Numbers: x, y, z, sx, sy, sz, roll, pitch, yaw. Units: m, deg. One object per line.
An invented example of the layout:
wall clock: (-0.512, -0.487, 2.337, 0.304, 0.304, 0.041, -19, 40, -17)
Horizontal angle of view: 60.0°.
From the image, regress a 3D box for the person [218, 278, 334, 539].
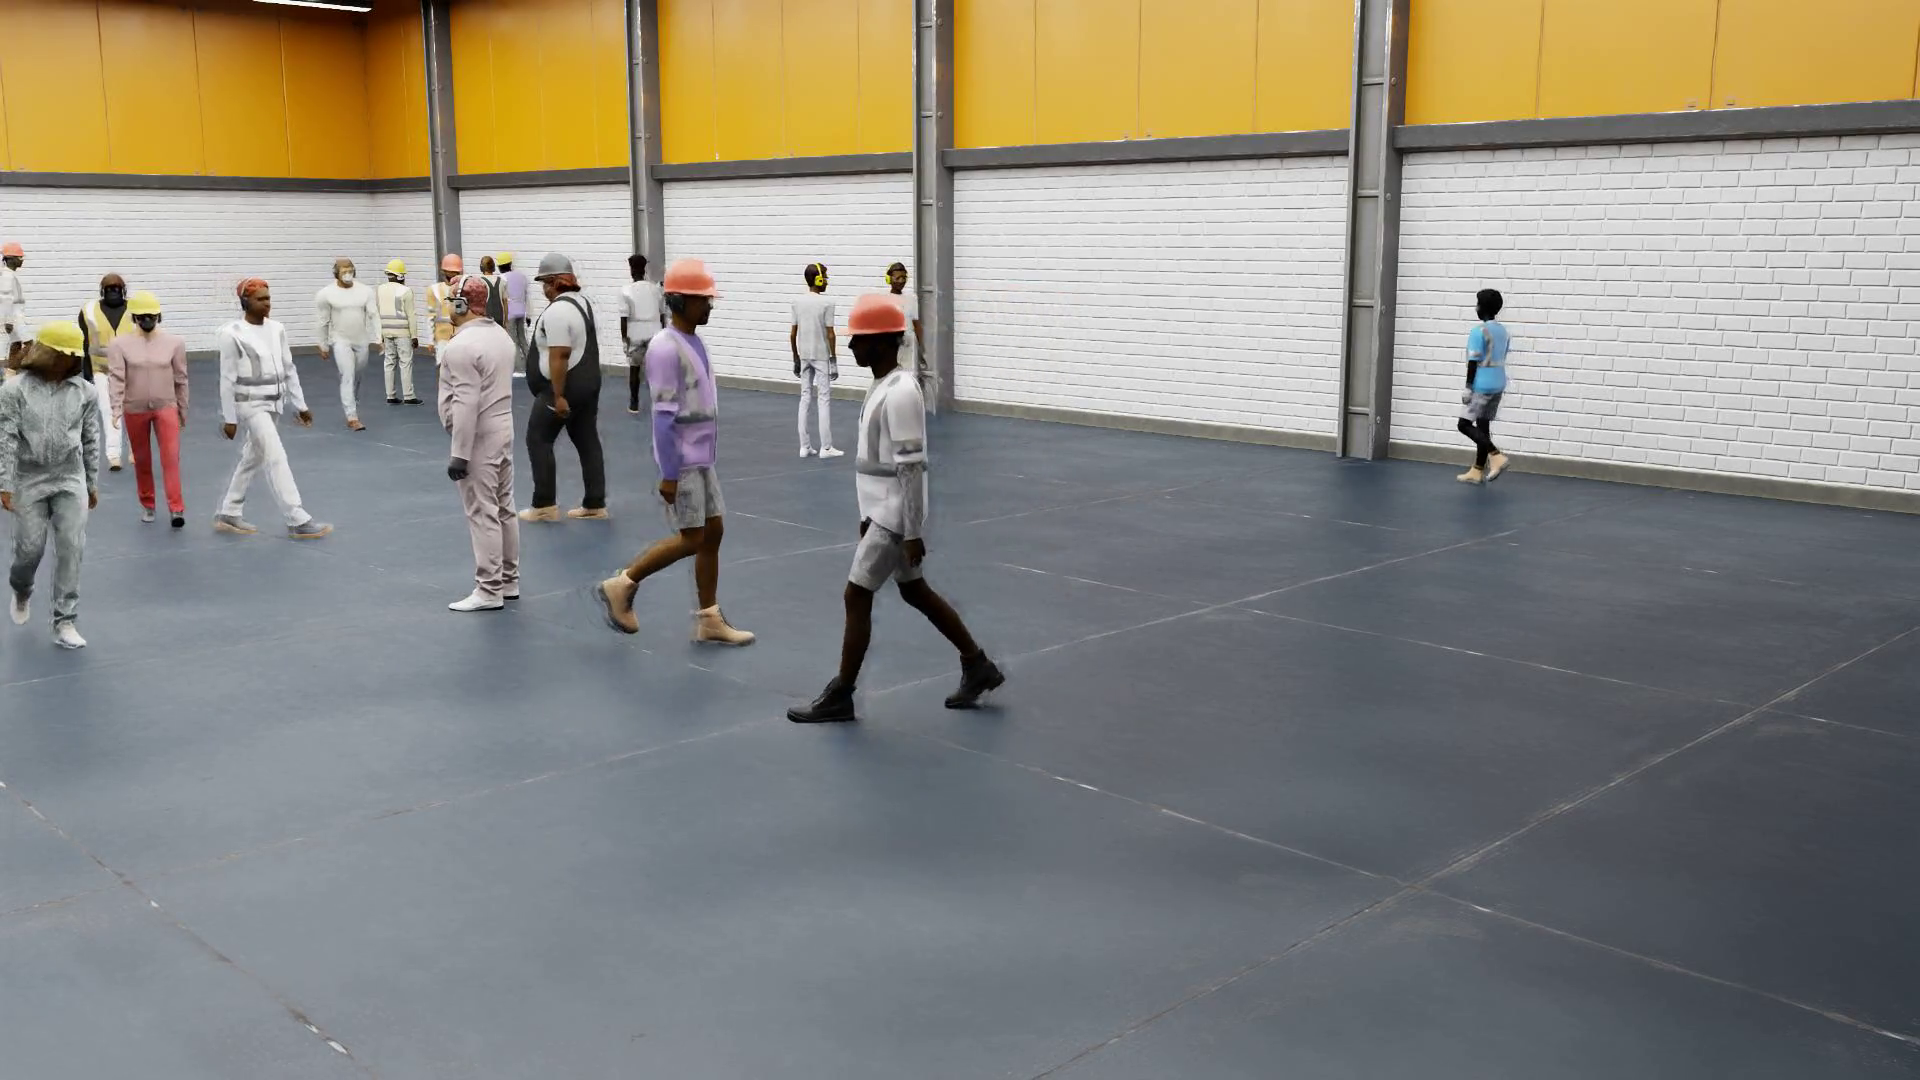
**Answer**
person: (-4.940, -0.926, 11.777, 0.982, 1.838, 0.587, 2, 11, 12)

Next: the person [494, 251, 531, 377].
person: (-6.740, -3.383, 25.005, 0.413, 1.894, 0.636, 7, 13, 34)

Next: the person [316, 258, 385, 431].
person: (-6.806, -2.188, 18.517, 0.624, 1.892, 1.014, -8, 13, -38)

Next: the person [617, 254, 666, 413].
person: (-3.742, -2.415, 19.677, 0.599, 1.923, 1.019, -4, 11, -23)

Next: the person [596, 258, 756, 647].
person: (-1.468, -0.432, 8.556, 0.724, 2.022, 0.610, 2, 11, 9)

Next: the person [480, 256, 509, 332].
person: (-6.585, -3.057, 23.351, 0.517, 1.843, 0.332, -9, 14, -41)

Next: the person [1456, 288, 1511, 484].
person: (4.483, -1.290, 14.130, 0.551, 1.684, 0.480, -10, 14, -43)

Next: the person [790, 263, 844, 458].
person: (-1.392, -1.719, 16.000, 0.514, 1.866, 0.332, 6, 12, 28)

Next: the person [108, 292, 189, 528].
person: (-5.902, -0.938, 12.141, 0.542, 1.722, 0.922, -6, 12, -28)

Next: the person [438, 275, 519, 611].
person: (-2.764, -0.548, 9.498, 0.399, 1.910, 0.643, 1, 10, 8)

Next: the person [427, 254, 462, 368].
person: (-5.716, -2.269, 18.835, 0.557, 1.915, 0.677, -5, 11, -23)

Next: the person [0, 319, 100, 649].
person: (-4.777, -0.304, 8.700, 0.594, 1.699, 0.537, 10, 14, 43)

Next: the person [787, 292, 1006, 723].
person: (-0.250, -0.140, 7.320, 0.976, 1.899, 0.558, -2, 11, -9)

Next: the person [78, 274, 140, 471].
person: (-7.709, -1.542, 15.272, 0.639, 1.784, 0.979, -5, 12, -26)

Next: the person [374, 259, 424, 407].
person: (-7.021, -2.584, 20.805, 0.601, 1.830, 0.403, 4, 11, 21)

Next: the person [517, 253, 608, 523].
person: (-3.012, -1.151, 12.420, 0.768, 2.000, 0.693, 2, 11, 12)

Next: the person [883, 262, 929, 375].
person: (-0.617, -1.880, 16.878, 0.541, 1.862, 0.402, -7, 12, -32)

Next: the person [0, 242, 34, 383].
person: (-12.896, -3.037, 22.734, 0.433, 2.028, 0.603, -6, 12, -30)
